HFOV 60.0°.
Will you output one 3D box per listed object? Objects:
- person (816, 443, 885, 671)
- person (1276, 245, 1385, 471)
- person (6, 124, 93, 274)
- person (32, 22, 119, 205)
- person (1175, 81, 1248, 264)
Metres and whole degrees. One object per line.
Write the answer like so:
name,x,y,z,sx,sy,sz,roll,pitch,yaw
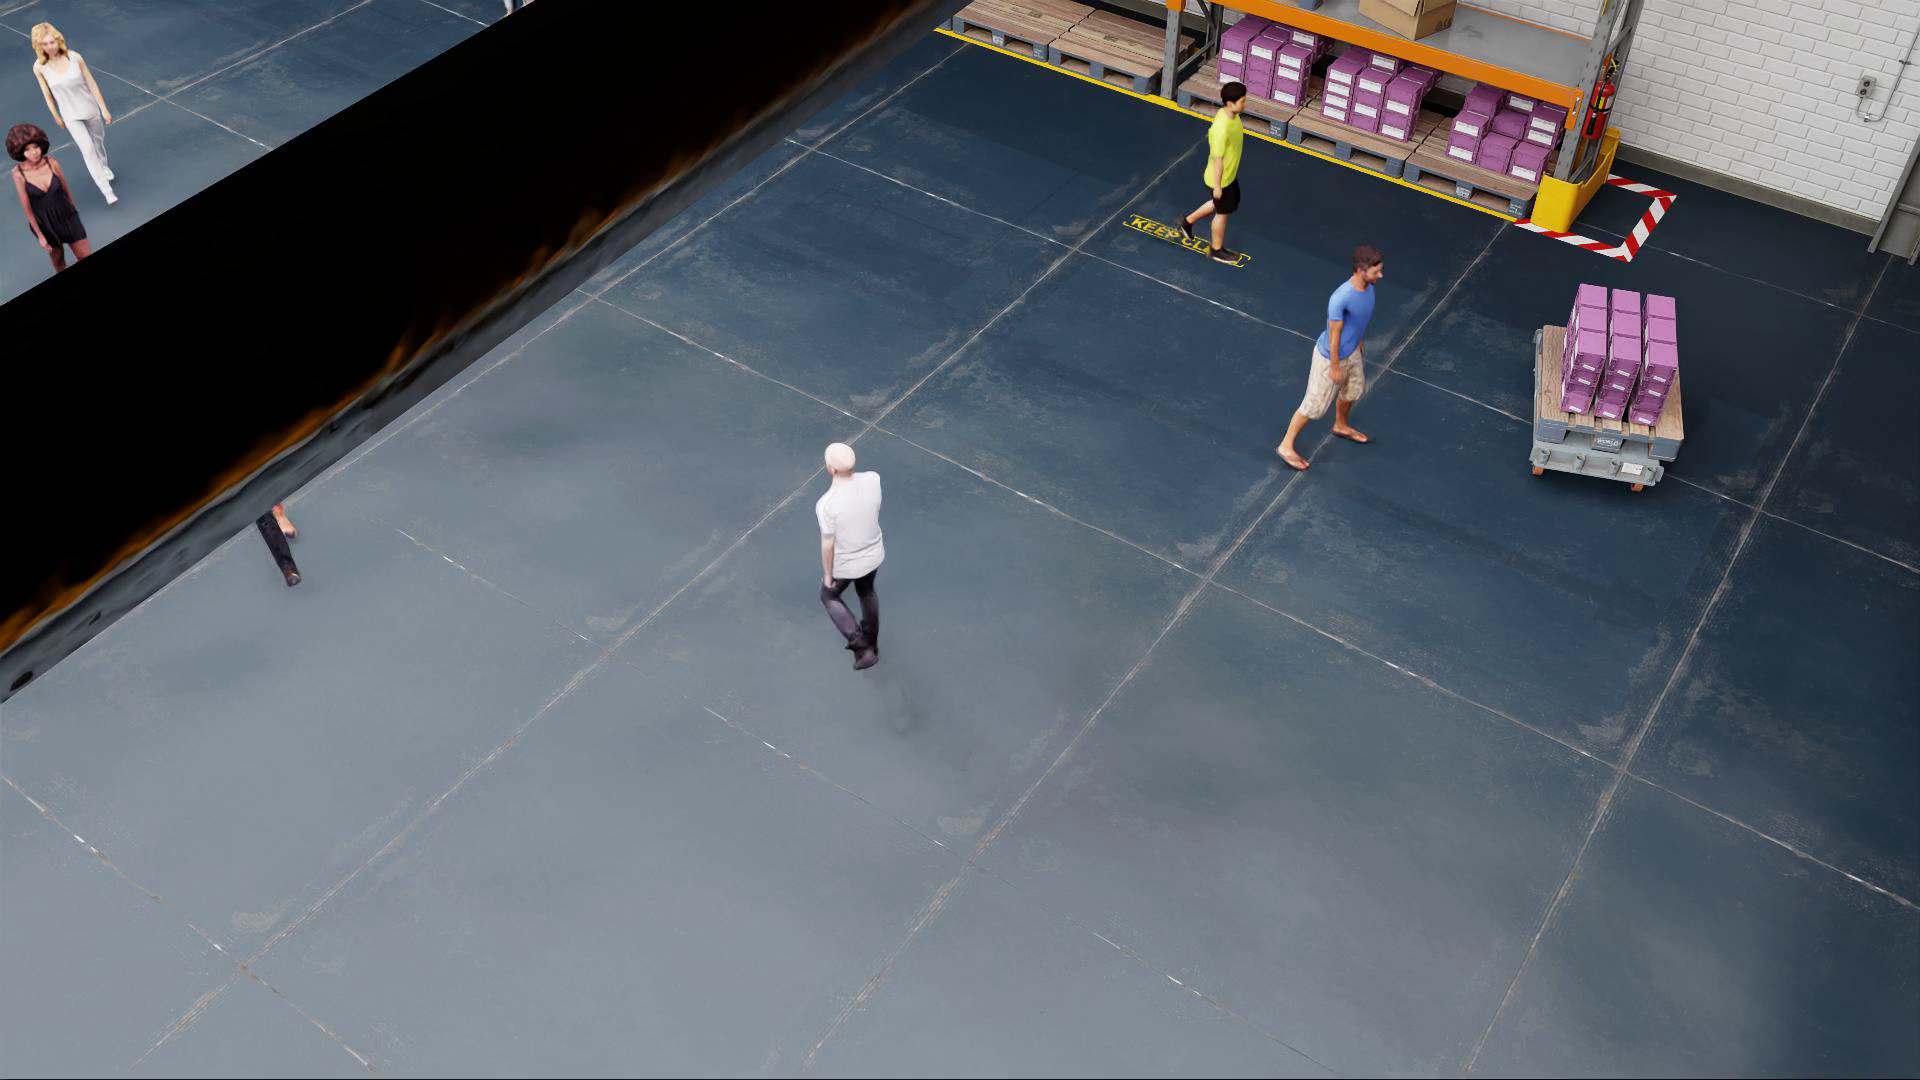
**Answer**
person,-0.627,0.167,10.633,0.790,1.815,0.856,-30,51,-27
person,2.811,-1.390,12.244,0.760,1.847,0.899,33,53,30
person,-7.405,-2.579,13.569,0.760,1.742,1.156,-30,51,-28
person,-7.974,-3.917,15.056,0.814,1.628,1.133,-27,50,-26
person,2.169,-3.148,14.202,0.931,1.691,0.788,12,45,12
